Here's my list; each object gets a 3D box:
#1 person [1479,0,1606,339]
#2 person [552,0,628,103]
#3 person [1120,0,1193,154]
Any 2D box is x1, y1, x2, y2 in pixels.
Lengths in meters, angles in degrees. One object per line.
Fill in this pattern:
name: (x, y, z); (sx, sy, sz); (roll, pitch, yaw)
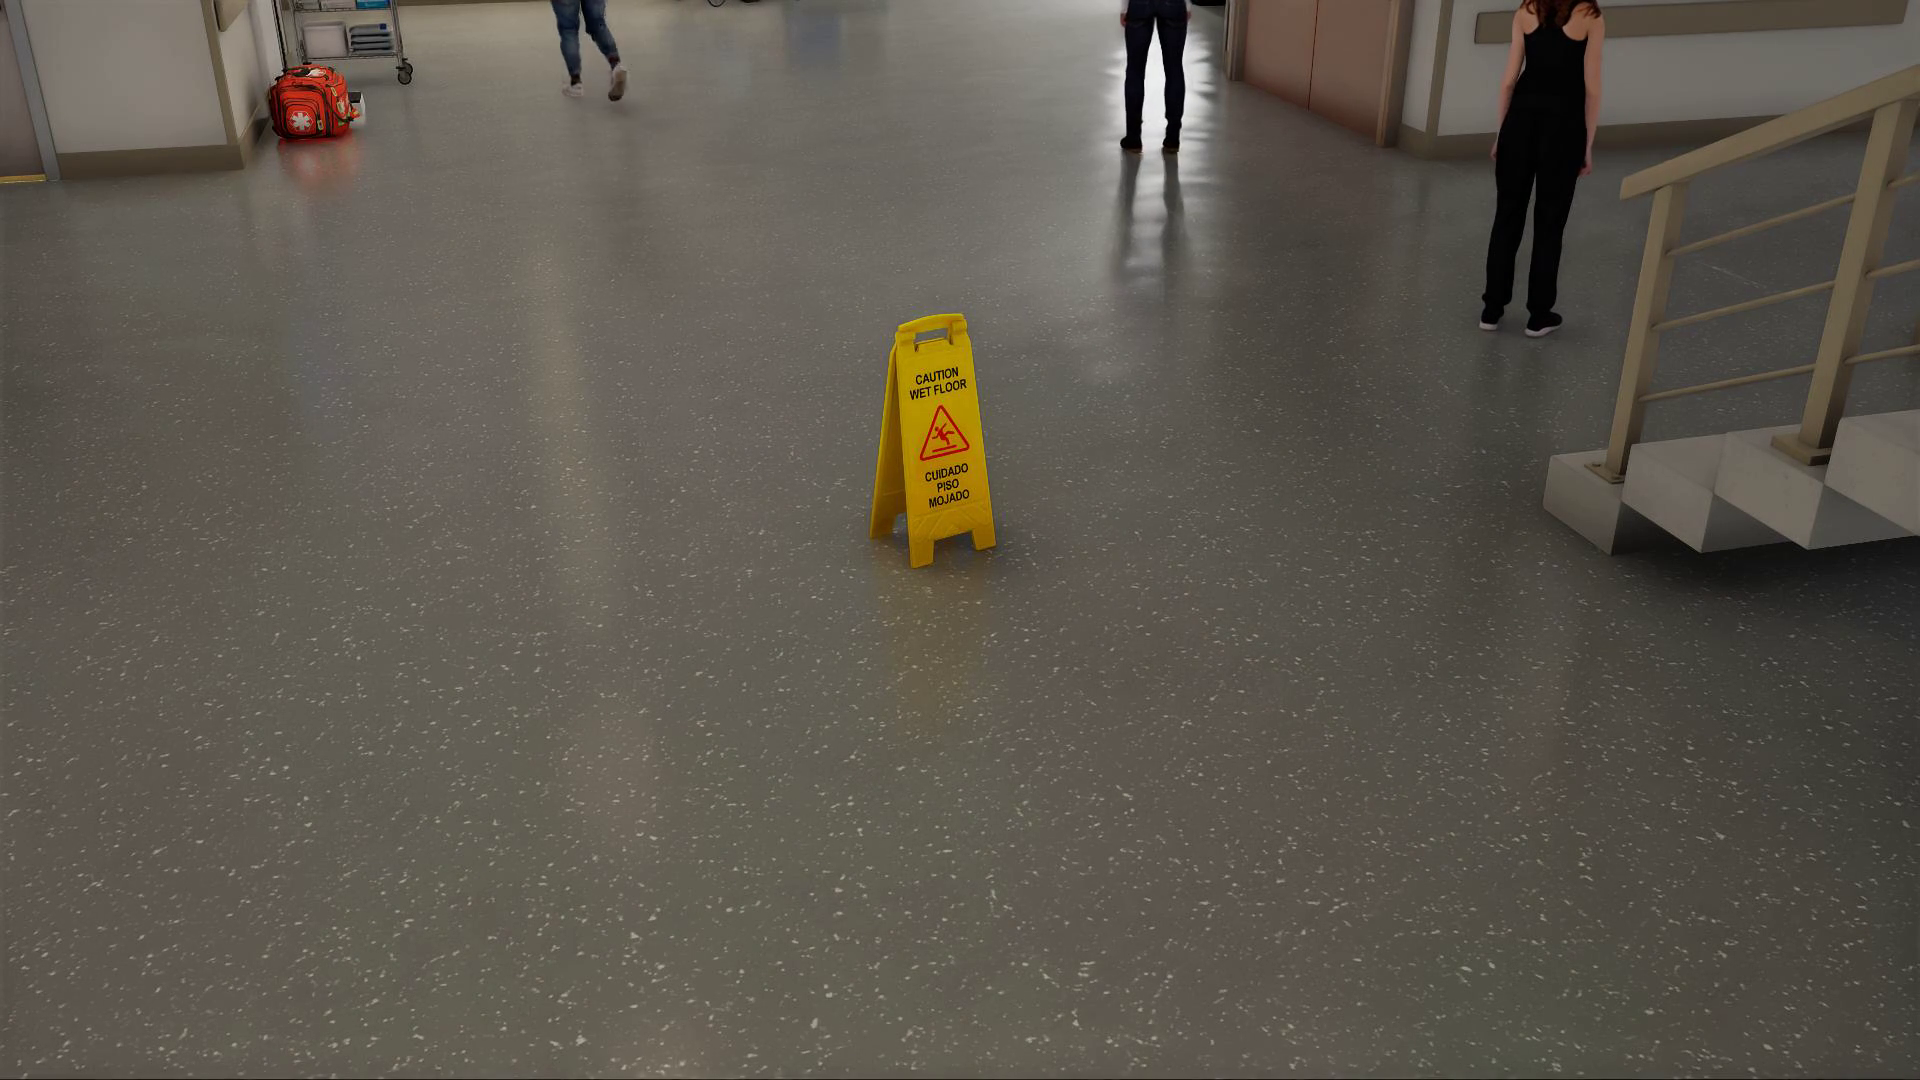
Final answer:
person: (2.526, -1.765, 7.238); (0.648, 1.746, 0.714); (15, 29, 28)
person: (-2.695, -4.037, 11.899); (0.933, 1.791, 1.171); (-17, 31, -32)
person: (1.245, -3.393, 10.477); (0.686, 1.865, 0.662); (-1, 26, -2)
